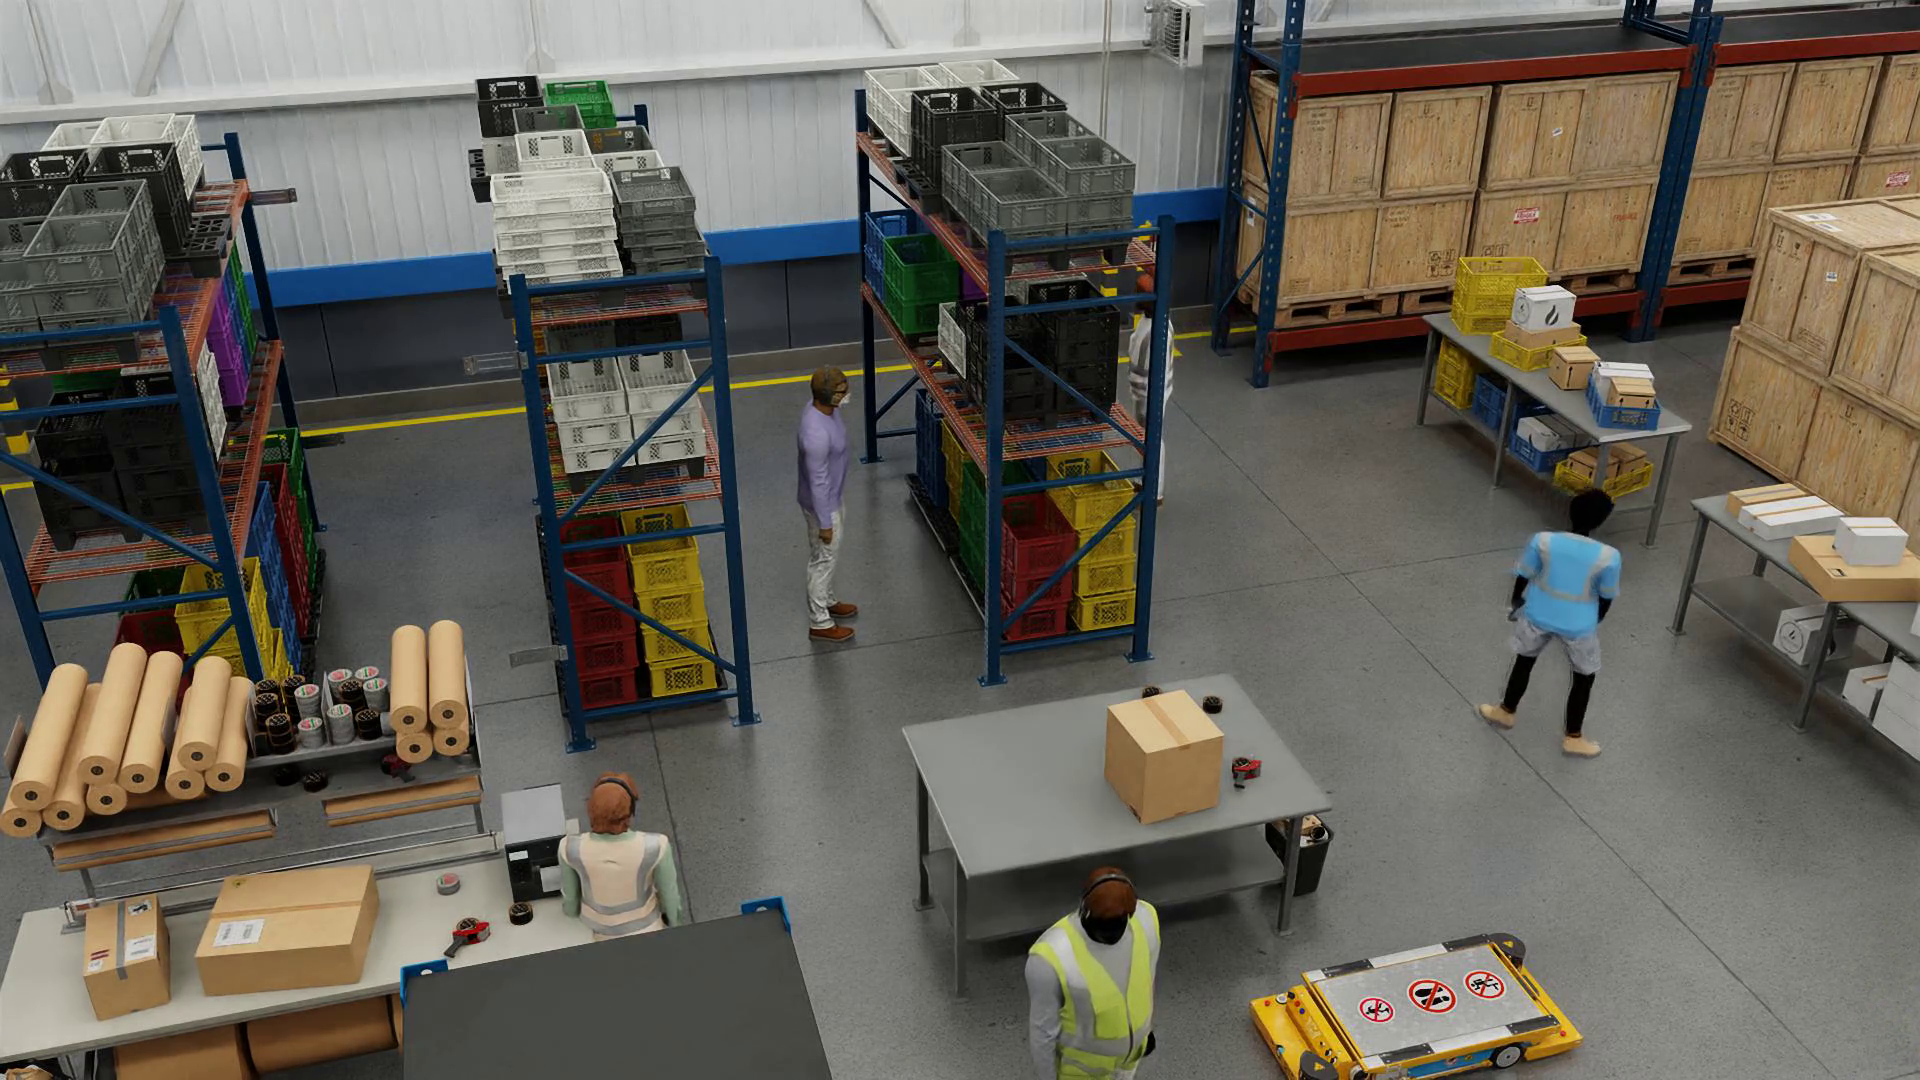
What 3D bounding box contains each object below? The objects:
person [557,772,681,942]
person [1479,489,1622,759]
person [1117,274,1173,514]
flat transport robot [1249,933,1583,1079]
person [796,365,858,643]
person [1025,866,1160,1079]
[{"bbox_3d":[-1.517,1.765,7.518,0.527,1.631,0.319,-3,29,-5],"label":"person"},{"bbox_3d":[3.528,0.474,9.843,0.729,1.685,0.320,20,34,32],"label":"person"},{"bbox_3d":[1.414,-1.102,12.477,0.337,1.880,0.585,-2,29,-4],"label":"person"},{"bbox_3d":[2.184,2.282,7.980,1.431,0.197,0.652,-8,30,-14],"label":"flat transport robot"},{"bbox_3d":[-0.878,-0.242,10.862,0.372,1.932,0.635,0,29,0],"label":"person"},{"bbox_3d":[0.556,2.069,6.754,0.624,1.841,0.430,-18,33,-29],"label":"person"}]
